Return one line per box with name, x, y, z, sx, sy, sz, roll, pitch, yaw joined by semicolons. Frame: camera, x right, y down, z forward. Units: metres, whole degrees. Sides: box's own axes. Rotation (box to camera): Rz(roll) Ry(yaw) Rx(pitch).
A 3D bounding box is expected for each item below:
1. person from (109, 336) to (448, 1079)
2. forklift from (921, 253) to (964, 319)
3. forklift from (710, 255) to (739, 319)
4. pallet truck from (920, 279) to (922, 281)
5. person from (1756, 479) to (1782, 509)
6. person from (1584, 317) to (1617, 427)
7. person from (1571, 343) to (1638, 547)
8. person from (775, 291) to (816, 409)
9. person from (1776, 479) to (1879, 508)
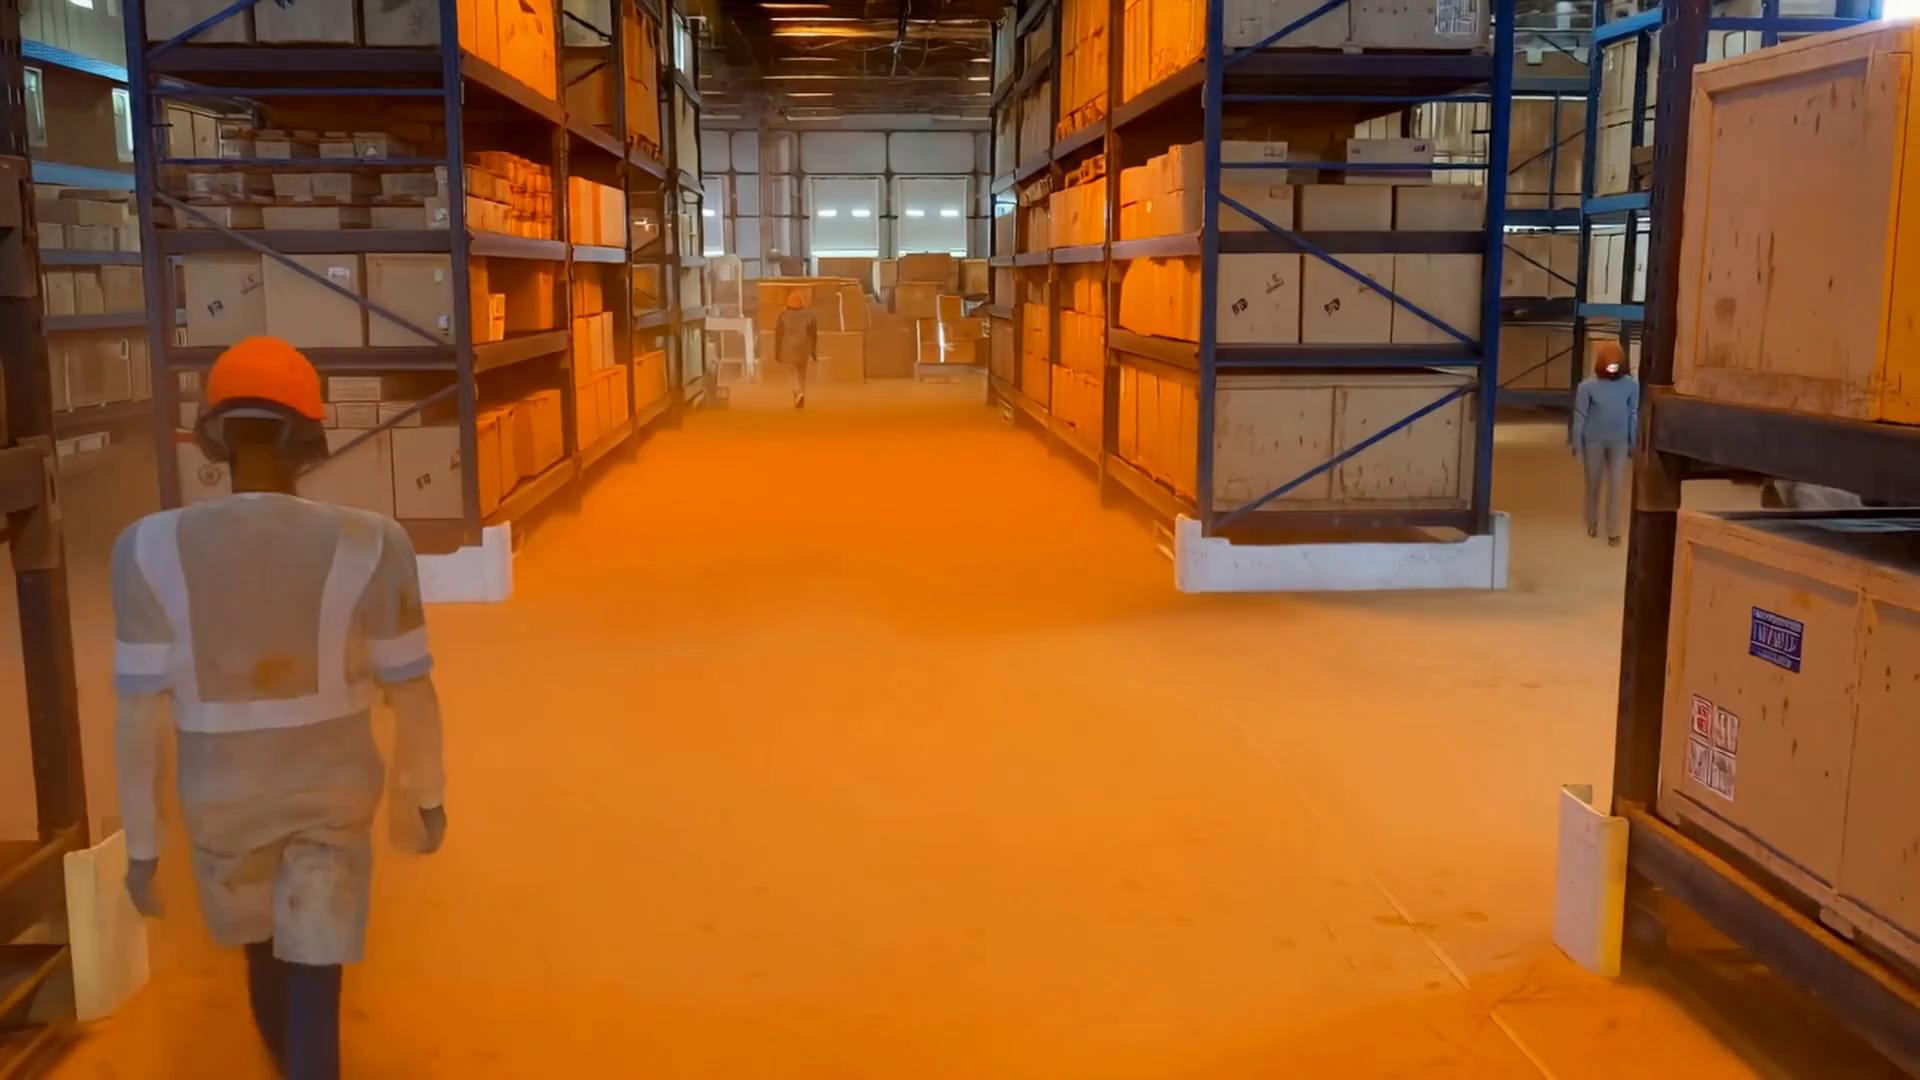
person;-1.476;0.548;3.688;0.636;1.981;1.070;-2;9;-13
forklift;-0.737;-7.698;52.666;1.129;2.768;1.873;-5;11;-30
forklift;-8.368;-8.713;59.038;1.129;2.768;1.873;-1;9;-4
pallet truck;-0.932;-8.922;63.114;1.885;1.965;0.823;2;9;13
person;5.735;-0.638;11.478;1.017;1.868;0.609;3;9;16
person;8.808;-2.304;22.796;0.380;1.613;0.556;-7;12;-39
person;5.106;-0.760;13.160;0.528;1.590;0.856;2;9;15
person;-2.593;-3.019;26.469;0.655;1.877;0.891;-4;10;-24
person;4.829;-0.235;9.192;0.740;1.808;0.400;-1;9;-4
